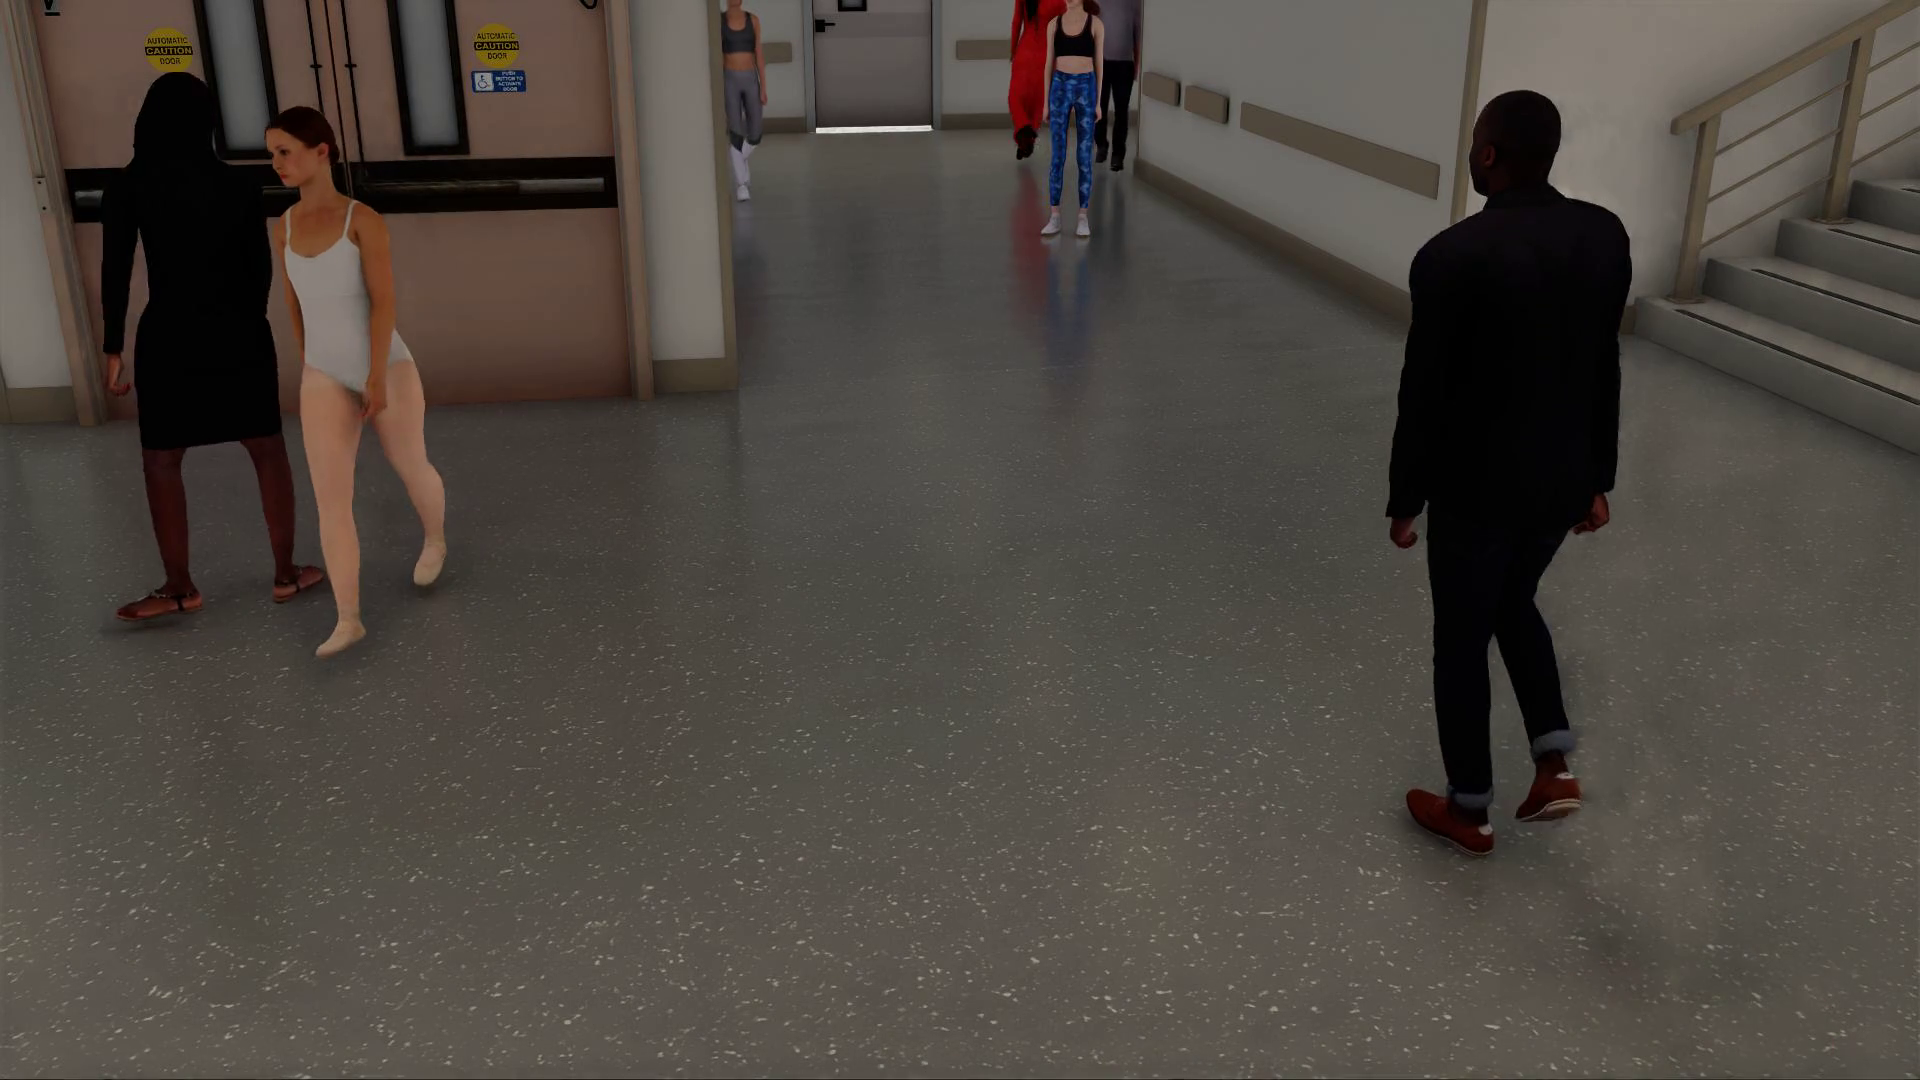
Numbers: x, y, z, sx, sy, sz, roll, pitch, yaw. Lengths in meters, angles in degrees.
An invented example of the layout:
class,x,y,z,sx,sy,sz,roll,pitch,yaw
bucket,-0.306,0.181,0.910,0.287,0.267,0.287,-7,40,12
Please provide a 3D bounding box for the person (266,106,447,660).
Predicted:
class,x,y,z,sx,sy,sz,roll,pitch,yaw
person,-1.838,-0.510,5.221,1.057,1.597,0.779,2,21,4

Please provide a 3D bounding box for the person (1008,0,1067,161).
class,x,y,z,sx,sy,sz,roll,pitch,yaw
person,0.656,-4.230,14.835,0.912,1.745,0.837,-2,21,-4

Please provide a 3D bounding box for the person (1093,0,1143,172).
class,x,y,z,sx,sy,sz,roll,pitch,yaw
person,1.316,-4.131,14.518,1.227,1.783,0.929,1,21,3

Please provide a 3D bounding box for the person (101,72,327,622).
class,x,y,z,sx,sy,sz,roll,pitch,yaw
person,-2.419,-0.585,5.265,0.669,1.706,0.925,-18,27,-40

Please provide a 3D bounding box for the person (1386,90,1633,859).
class,x,y,z,sx,sy,sz,roll,pitch,yaw
person,1.293,-0.076,3.785,0.709,1.803,0.826,-7,22,-17

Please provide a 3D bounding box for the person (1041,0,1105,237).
class,x,y,z,sx,sy,sz,roll,pitch,yaw
person,0.792,-3.027,11.599,0.599,1.785,0.707,4,21,9

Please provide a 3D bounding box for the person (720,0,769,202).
class,x,y,z,sx,sy,sz,roll,pitch,yaw
person,-1.741,-3.558,13.137,0.878,1.690,0.691,-6,22,-15
